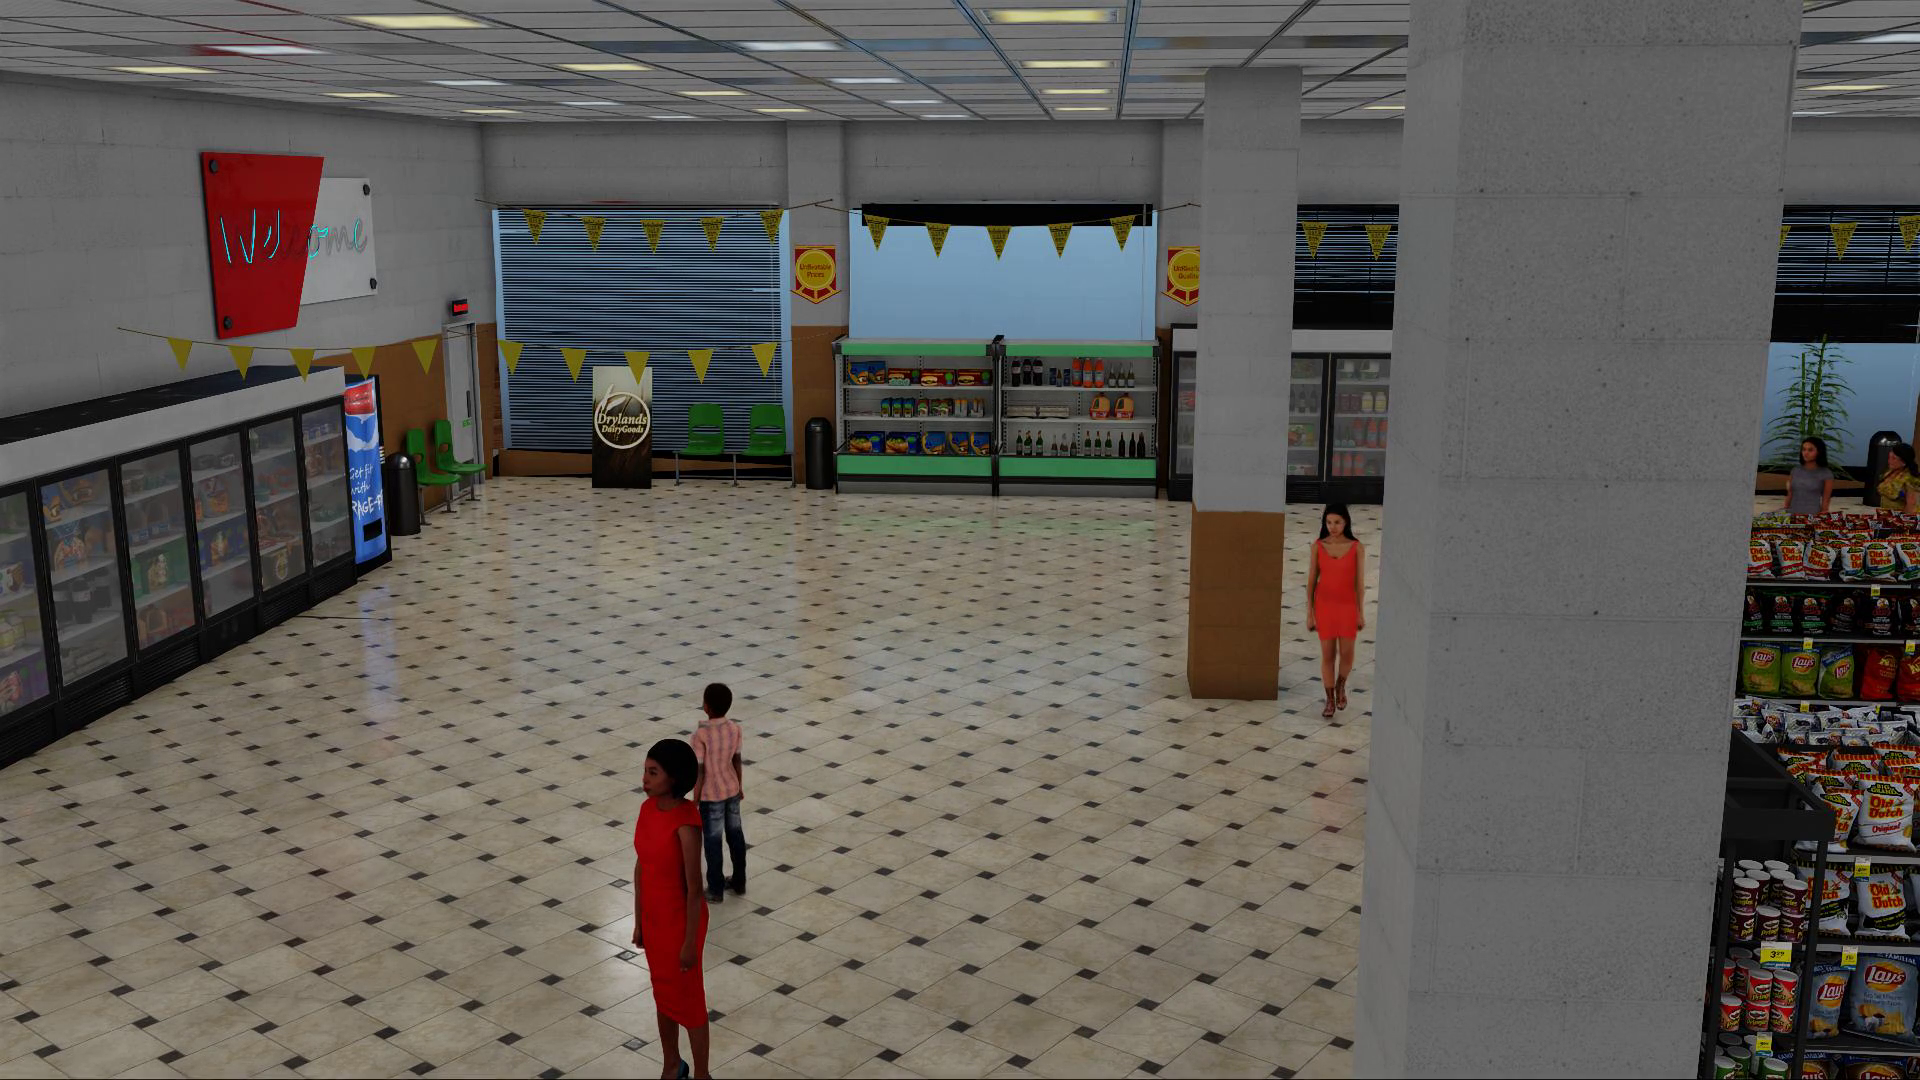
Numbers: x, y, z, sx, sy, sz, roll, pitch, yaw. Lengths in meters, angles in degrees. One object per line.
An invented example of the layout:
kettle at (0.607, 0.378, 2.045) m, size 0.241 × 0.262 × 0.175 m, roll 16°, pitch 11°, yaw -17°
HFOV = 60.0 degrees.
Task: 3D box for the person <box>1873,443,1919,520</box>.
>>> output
person at (9.352, -0.121, 16.450) m, size 1.454 × 1.609 × 1.034 m, roll -3°, pitch 12°, yaw -14°

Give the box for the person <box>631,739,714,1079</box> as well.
person at (-1.265, 1.721, 7.379) m, size 0.622 × 1.744 × 0.700 m, roll 12°, pitch 17°, yaw 44°

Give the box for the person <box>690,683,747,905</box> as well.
person at (-1.401, 1.461, 9.671) m, size 0.580 × 1.307 × 0.629 m, roll -11°, pitch 16°, yaw -43°

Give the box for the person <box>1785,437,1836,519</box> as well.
person at (8.122, -0.106, 15.969) m, size 0.703 × 1.779 × 0.654 m, roll -9°, pitch 15°, yaw -36°

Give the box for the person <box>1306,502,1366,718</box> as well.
person at (2.964, 0.537, 13.083) m, size 0.626 × 1.710 × 0.729 m, roll 3°, pitch 12°, yaw 16°
